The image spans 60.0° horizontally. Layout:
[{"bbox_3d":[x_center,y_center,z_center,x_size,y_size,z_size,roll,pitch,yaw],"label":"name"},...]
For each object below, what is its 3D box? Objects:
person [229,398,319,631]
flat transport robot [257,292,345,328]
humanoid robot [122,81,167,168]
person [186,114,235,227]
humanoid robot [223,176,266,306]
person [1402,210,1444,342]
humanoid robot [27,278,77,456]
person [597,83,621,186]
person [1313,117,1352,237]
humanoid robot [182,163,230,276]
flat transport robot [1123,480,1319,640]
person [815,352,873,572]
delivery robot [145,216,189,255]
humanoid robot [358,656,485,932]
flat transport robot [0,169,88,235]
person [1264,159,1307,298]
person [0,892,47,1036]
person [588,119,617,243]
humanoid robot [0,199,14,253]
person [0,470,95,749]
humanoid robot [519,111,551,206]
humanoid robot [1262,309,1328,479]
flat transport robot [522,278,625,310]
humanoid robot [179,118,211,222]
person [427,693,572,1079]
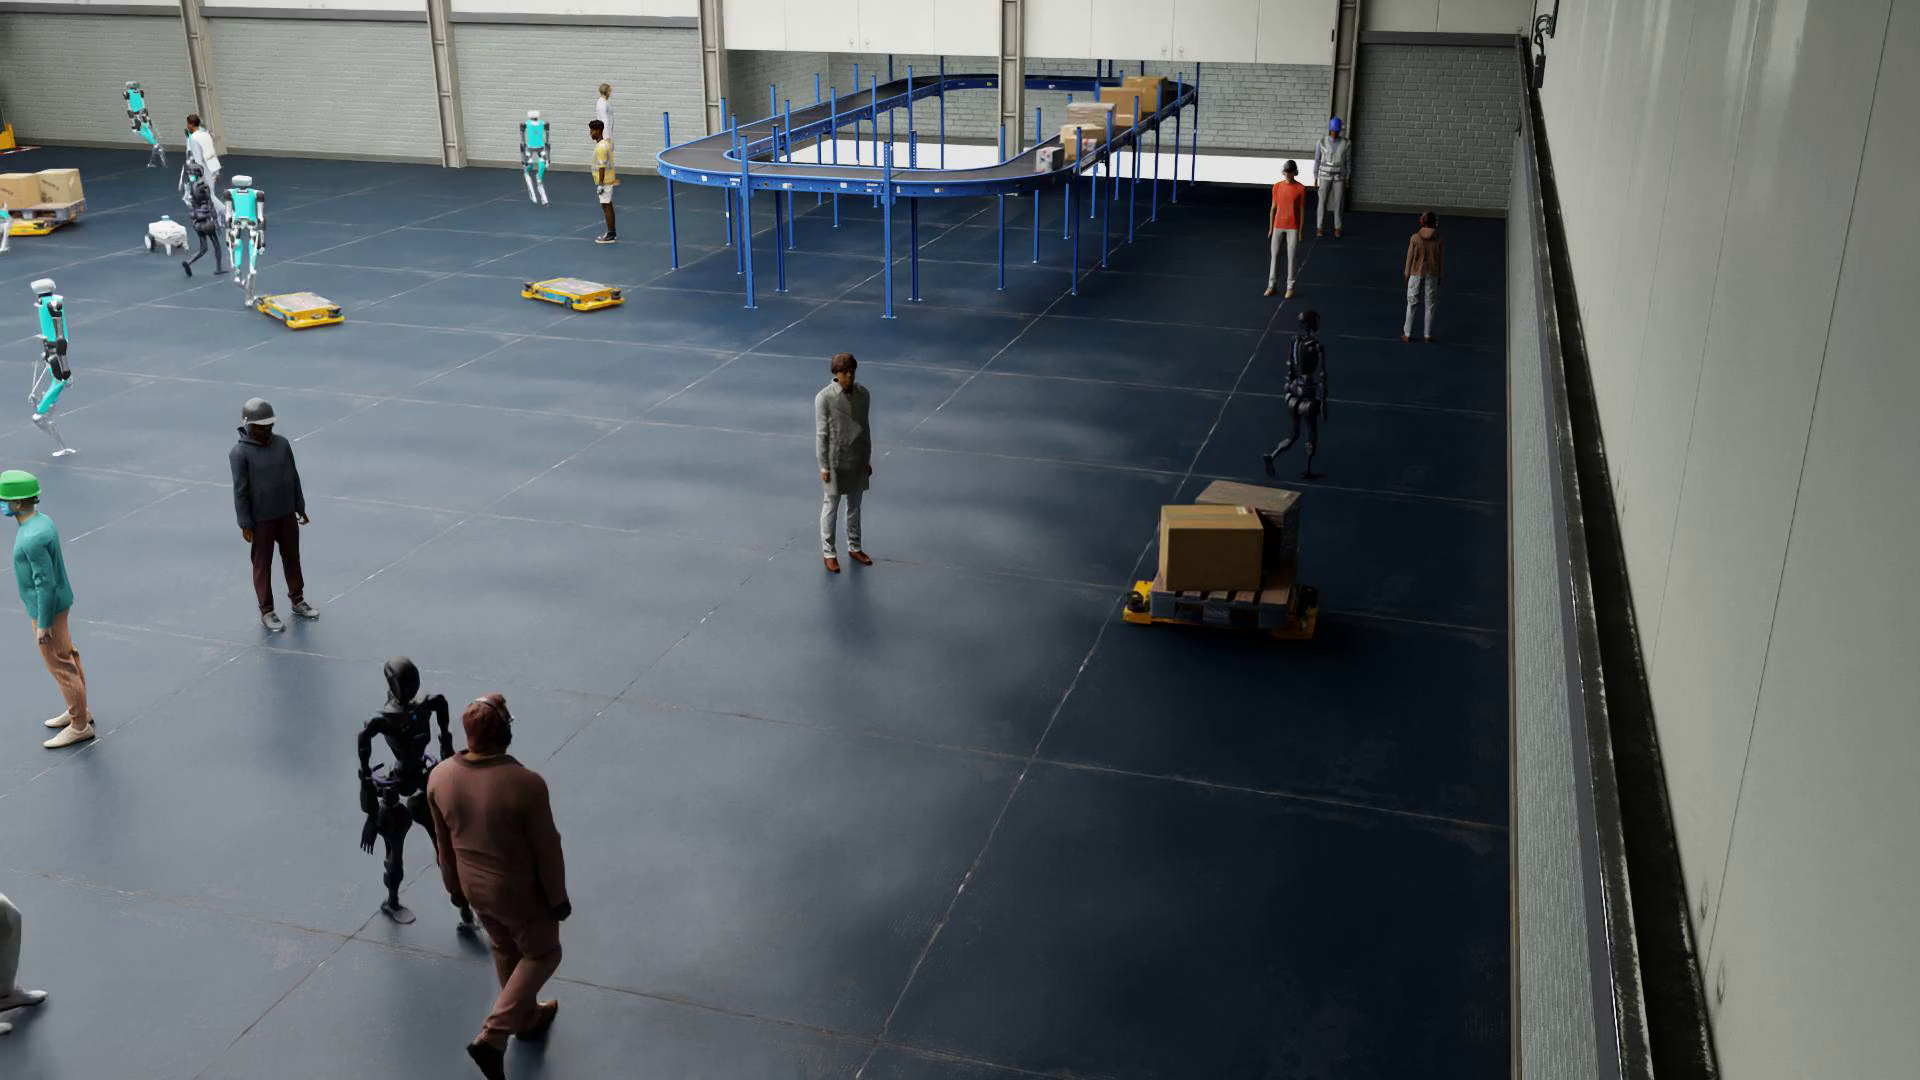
[{"bbox_3d":[-5.207,-0.208,12.583,0.381,1.806,0.552,15,26,34],"label":"person"},{"bbox_3d":[-8.783,-3.066,22.130,0.659,0.231,1.431,-17,27,-37],"label":"flat transport robot"},{"bbox_3d":[-16.695,-8.465,34.257,0.755,1.899,0.540,5,22,12],"label":"humanoid robot"},{"bbox_3d":[-12.633,-6.218,28.063,0.611,1.887,0.617,-1,21,-3],"label":"person"},{"bbox_3d":[-9.693,-3.983,22.492,0.555,1.763,0.895,-3,21,-6],"label":"humanoid robot"},{"bbox_3d":[5.794,-3.286,20.782,0.464,1.647,0.318,3,21,9],"label":"person"},{"bbox_3d":[-9.077,-1.624,16.501,0.667,1.893,0.560,-16,26,-36],"label":"humanoid robot"},{"bbox_3d":[-6.838,-7.869,32.268,0.358,1.937,0.636,-4,21,-10],"label":"person"},{"bbox_3d":[6.114,-5.961,27.329,0.618,1.936,0.414,2,21,4],"label":"person"},{"bbox_3d":[-11.173,-4.702,24.437,0.588,1.631,0.632,15,25,33],"label":"humanoid robot"},{"bbox_3d":[2.032,0.499,12.883,1.431,0.231,0.659,6,22,14],"label":"flat transport robot"},{"bbox_3d":[-0.944,-0.649,13.691,0.502,1.834,0.366,-13,24,-30],"label":"person"},{"bbox_3d":[-12.535,-4.817,26.300,0.789,0.614,0.499,20,28,41],"label":"delivery robot"},{"bbox_3d":[-2.869,1.355,8.747,0.739,1.623,0.612,16,27,36],"label":"humanoid robot"},{"bbox_3d":[-15.546,-5.379,28.129,0.659,0.231,1.431,-3,21,-7],"label":"flat transport robot"},{"bbox_3d":[4.525,-4.319,23.101,0.480,1.909,0.416,8,23,21],"label":"person"},{"bbox_3d":[-4.710,1.666,7.962,0.555,1.618,0.549,-13,24,-30],"label":"person"},{"bbox_3d":[-5.760,-5.802,26.882,0.373,1.959,0.602,-2,21,-5],"label":"person"},{"bbox_3d":[-15.143,-5.314,25.933,0.797,1.786,0.532,-18,27,-39],"label":"humanoid robot"},{"bbox_3d":[-5.949,0.439,10.808,0.347,1.872,0.530,-9,23,-23],"label":"person"},{"bbox_3d":[-7.639,-6.825,29.836,0.539,1.728,0.993,-10,23,-25],"label":"humanoid robot"},{"bbox_3d":[3.213,-1.372,15.792,0.584,1.637,0.593,-10,23,-24],"label":"humanoid robot"},{"bbox_3d":[-5.366,-3.410,23.022,1.431,0.231,0.659,16,27,36],"label":"flat transport robot"},{"bbox_3d":[-13.139,-6.248,28.469,0.535,1.864,0.758,8,23,21],"label":"humanoid robot"},{"bbox_3d":[-2.144,1.616,7.734,0.652,1.886,0.692,10,23,24],"label":"person"}]
